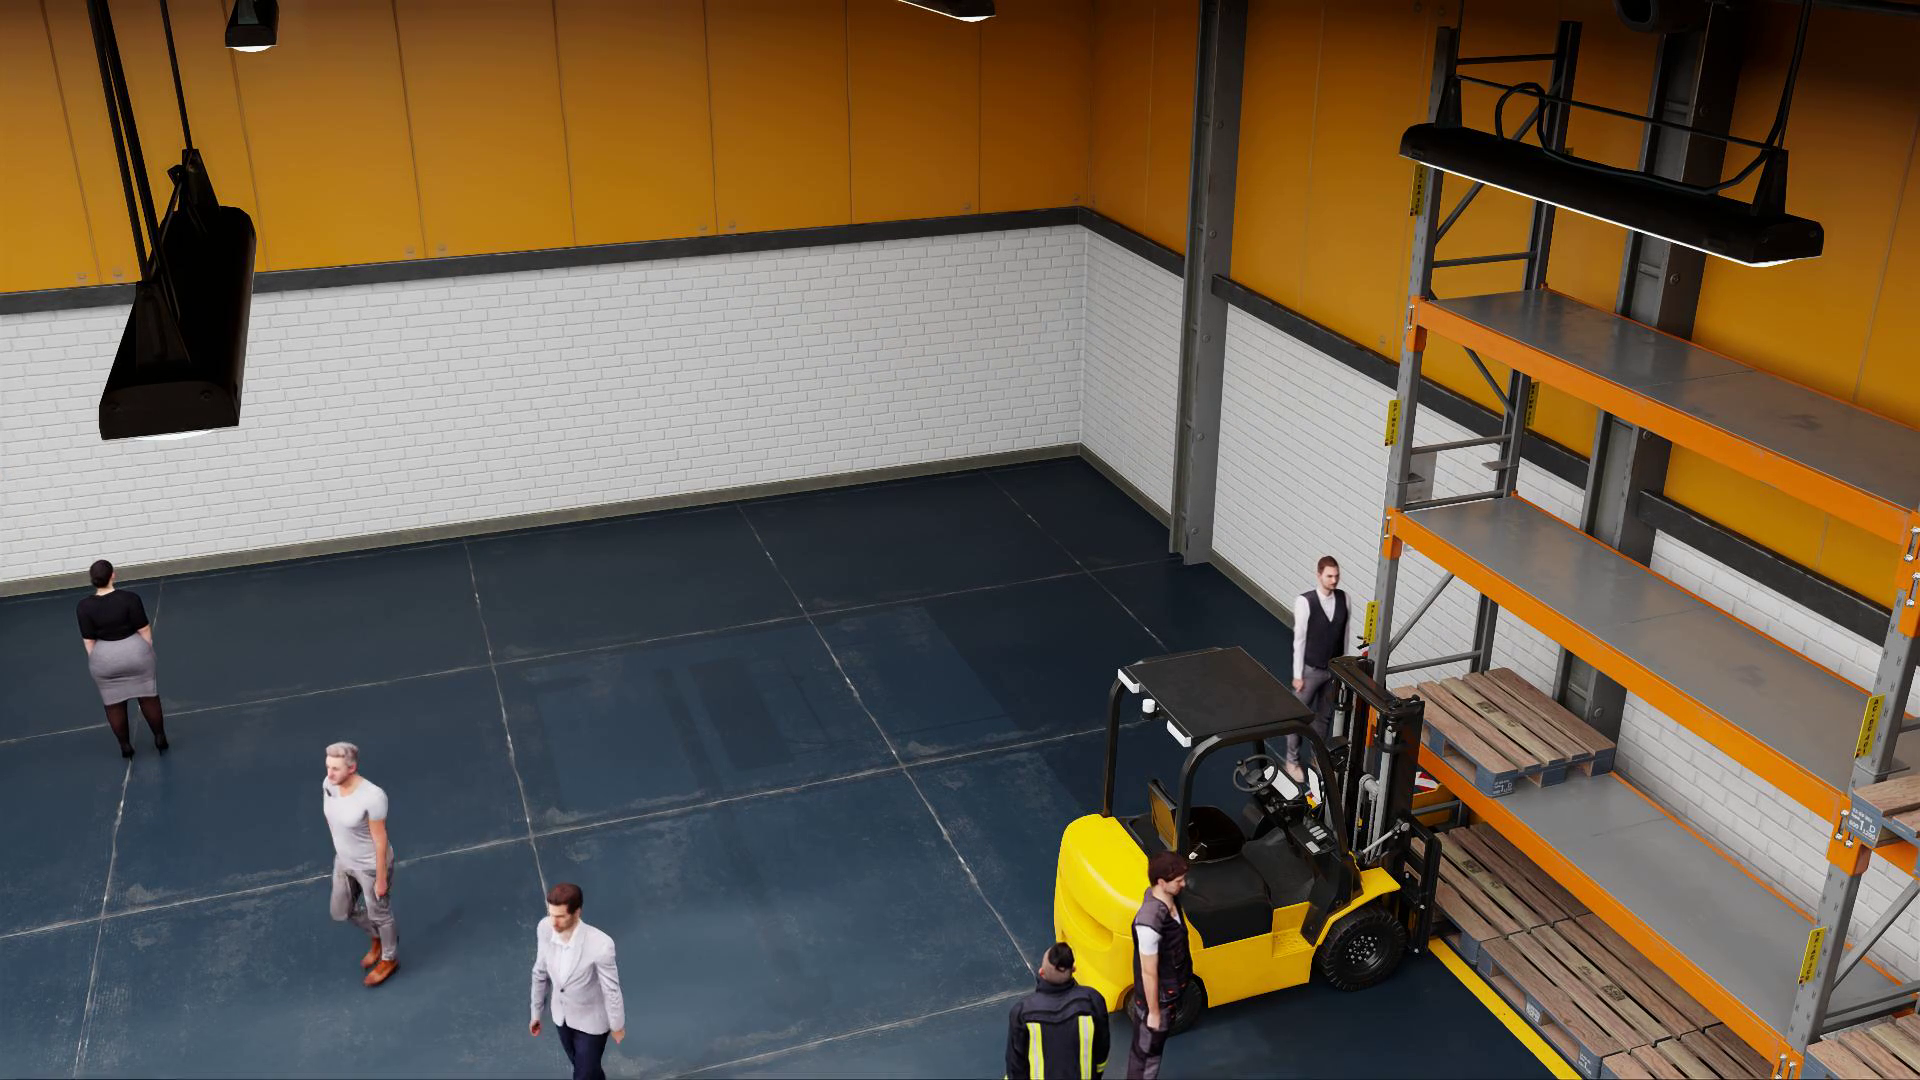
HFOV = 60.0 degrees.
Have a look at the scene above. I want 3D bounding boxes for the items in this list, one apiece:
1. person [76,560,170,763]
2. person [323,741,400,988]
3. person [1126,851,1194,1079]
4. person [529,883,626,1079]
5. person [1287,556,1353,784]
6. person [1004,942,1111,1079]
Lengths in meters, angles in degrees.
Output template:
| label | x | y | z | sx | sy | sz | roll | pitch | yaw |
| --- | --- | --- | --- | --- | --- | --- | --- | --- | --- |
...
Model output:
| label | x | y | z | sx | sy | sz | roll | pitch | yaw |
| --- | --- | --- | --- | --- | --- | --- | --- | --- | --- |
| person | -6.819 | 0.984 | 13.543 | 0.666 | 1.756 | 0.620 | -10 | 25 | -21 |
| person | -3.864 | 2.076 | 10.967 | 0.814 | 1.819 | 0.893 | 13 | 27 | 28 |
| person | 1.140 | 2.607 | 9.715 | 0.803 | 1.848 | 0.710 | 7 | 25 | 15 |
| person | -2.112 | 2.682 | 9.561 | 0.791 | 1.834 | 0.877 | 15 | 28 | 30 |
| person | 2.868 | 1.002 | 13.278 | 0.635 | 1.934 | 0.551 | -7 | 25 | -17 |
| person | 0.518 | 2.920 | 8.984 | 0.765 | 1.859 | 0.705 | -6 | 24 | -13 |
